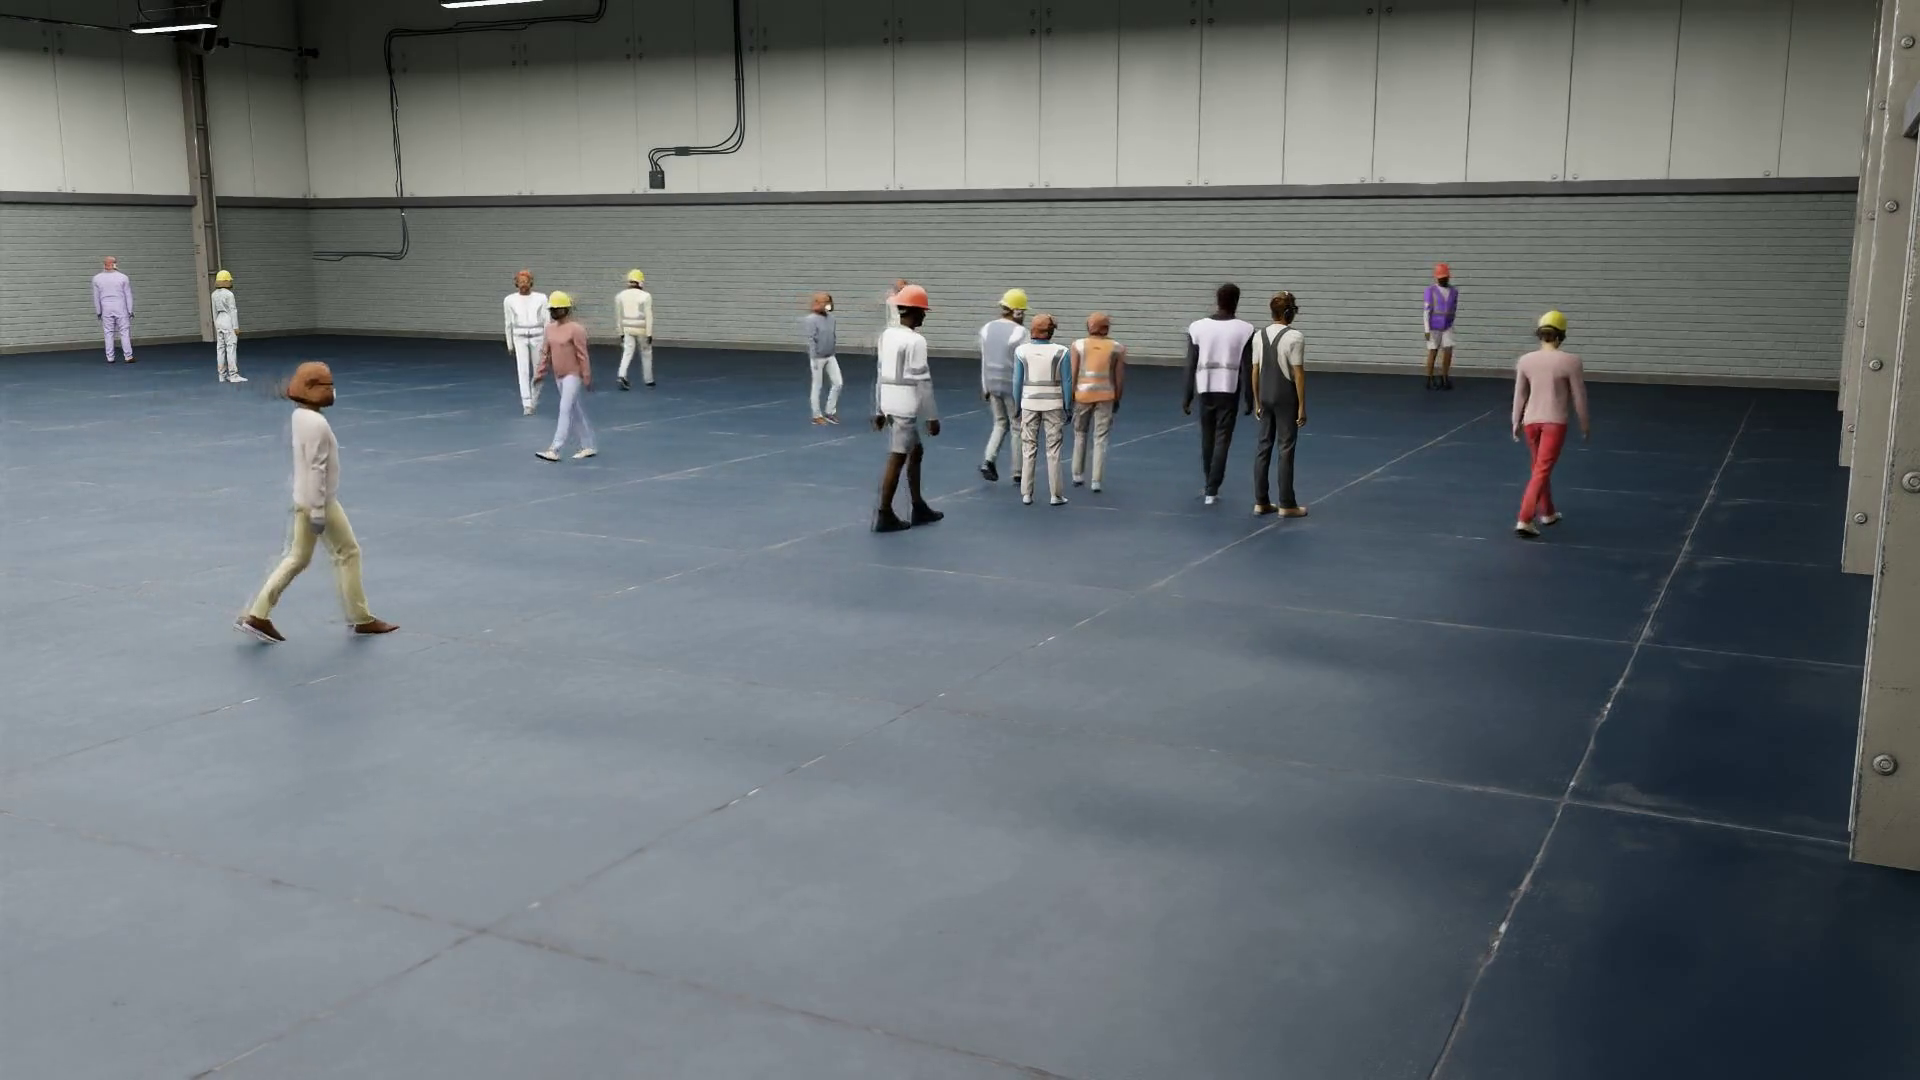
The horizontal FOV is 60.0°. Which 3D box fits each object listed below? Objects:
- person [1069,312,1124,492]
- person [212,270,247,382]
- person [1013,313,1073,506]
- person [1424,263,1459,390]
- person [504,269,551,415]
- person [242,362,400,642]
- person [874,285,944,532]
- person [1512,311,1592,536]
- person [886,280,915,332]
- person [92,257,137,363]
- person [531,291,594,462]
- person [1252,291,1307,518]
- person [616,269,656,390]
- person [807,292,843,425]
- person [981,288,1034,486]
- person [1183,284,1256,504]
[{"bbox_3d":[1.223,-1.265,15.127,0.521,1.604,0.762,0,10,2],"label":"person"},{"bbox_3d":[-11.529,-3.360,26.176,0.484,1.744,0.294,5,12,27],"label":"person"},{"bbox_3d":[0.705,-1.105,14.174,0.523,1.636,0.309,3,11,16],"label":"person"},{"bbox_3d":[7.099,-3.156,24.648,0.558,1.888,0.649,-2,11,-8],"label":"person"},{"bbox_3d":[-5.581,-2.563,21.505,0.577,1.863,0.769,-3,11,-17],"label":"person"},{"bbox_3d":[-3.685,-0.211,9.402,0.823,1.601,0.508,-7,12,-33],"label":"person"},{"bbox_3d":[-0.336,-1.022,12.958,0.797,1.903,0.569,-6,12,-30],"label":"person"},{"bbox_3d":[4.542,-0.905,12.867,0.921,1.719,0.536,-9,13,-39],"label":"person"},{"bbox_3d":[-0.898,-3.091,25.022,0.509,1.629,0.316,6,12,29],"label":"person"},{"bbox_3d":[-15.191,-4.121,29.901,0.639,1.902,0.407,-2,11,-11],"label":"person"},{"bbox_3d":[-4.052,-1.649,16.902,0.538,1.726,0.883,8,13,38],"label":"person"},{"bbox_3d":[2.612,-1.103,13.590,0.343,1.847,0.506,-10,14,-42],"label":"person"},{"bbox_3d":[-4.856,-3.131,24.783,0.600,1.803,0.873,3,11,17],"label":"person"},{"bbox_3d":[-1.622,-2.181,20.083,0.499,1.613,0.514,9,14,41],"label":"person"},{"bbox_3d":[0.477,-1.386,15.205,0.616,1.816,0.487,10,14,44],"label":"person"},{"bbox_3d":[2.300,-1.287,14.525,0.603,1.867,0.960,4,11,21],"label":"person"}]
